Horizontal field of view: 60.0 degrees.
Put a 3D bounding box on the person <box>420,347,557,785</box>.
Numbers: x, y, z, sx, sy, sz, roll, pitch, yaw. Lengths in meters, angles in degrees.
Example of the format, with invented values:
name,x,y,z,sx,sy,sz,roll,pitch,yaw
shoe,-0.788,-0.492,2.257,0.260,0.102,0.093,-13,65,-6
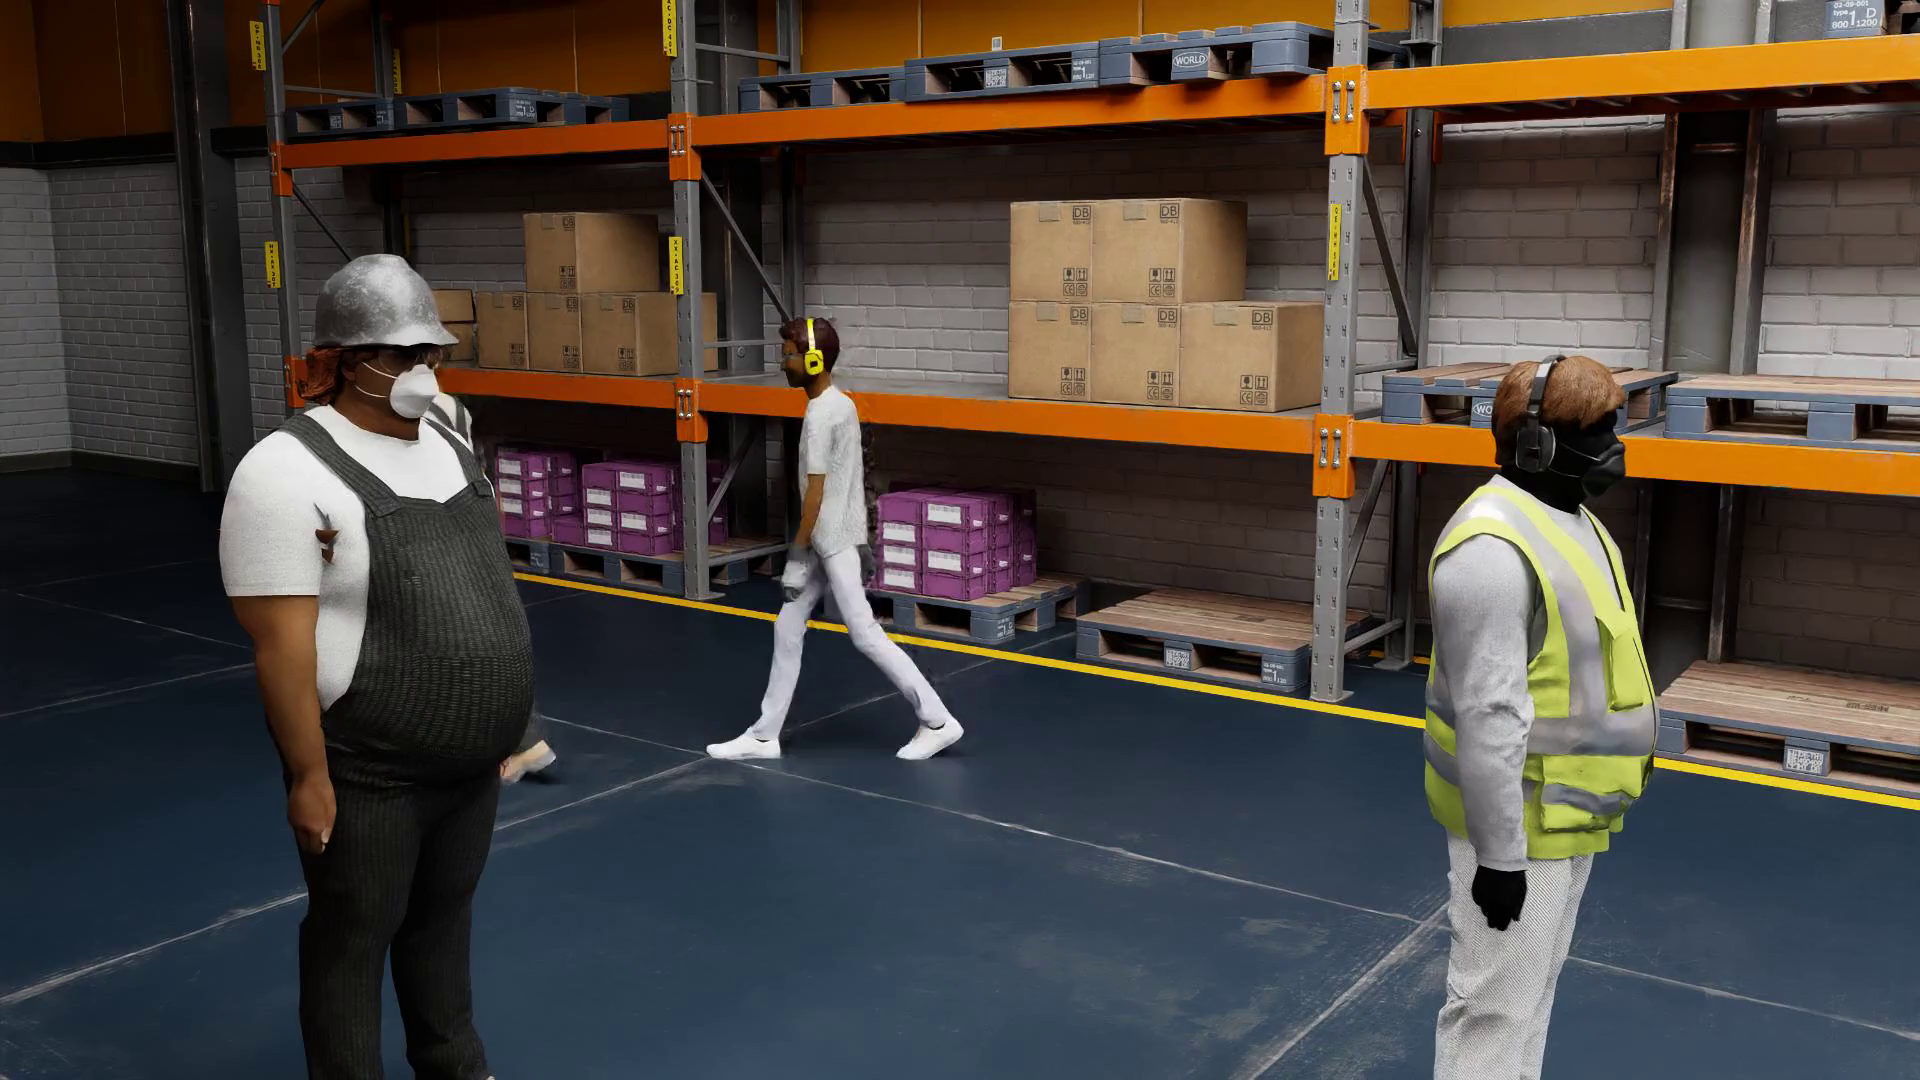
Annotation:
name,x,y,z,sx,sy,sz,roll,pitch,yaw
person,-2.000,0.053,6.442,0.948,1.809,0.541,2,10,10

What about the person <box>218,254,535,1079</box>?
name,x,y,z,sx,sy,sz,roll,pitch,yaw
person,-1.181,0.408,3.610,0.538,2.000,0.683,3,10,20

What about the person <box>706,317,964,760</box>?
name,x,y,z,sx,sy,sz,roll,pitch,yaw
person,-0.475,0.021,6.634,1.028,1.809,0.532,0,10,-1

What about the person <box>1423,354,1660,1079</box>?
name,x,y,z,sx,sy,sz,roll,pitch,yaw
person,1.155,0.554,3.335,0.429,1.844,0.626,6,11,31
